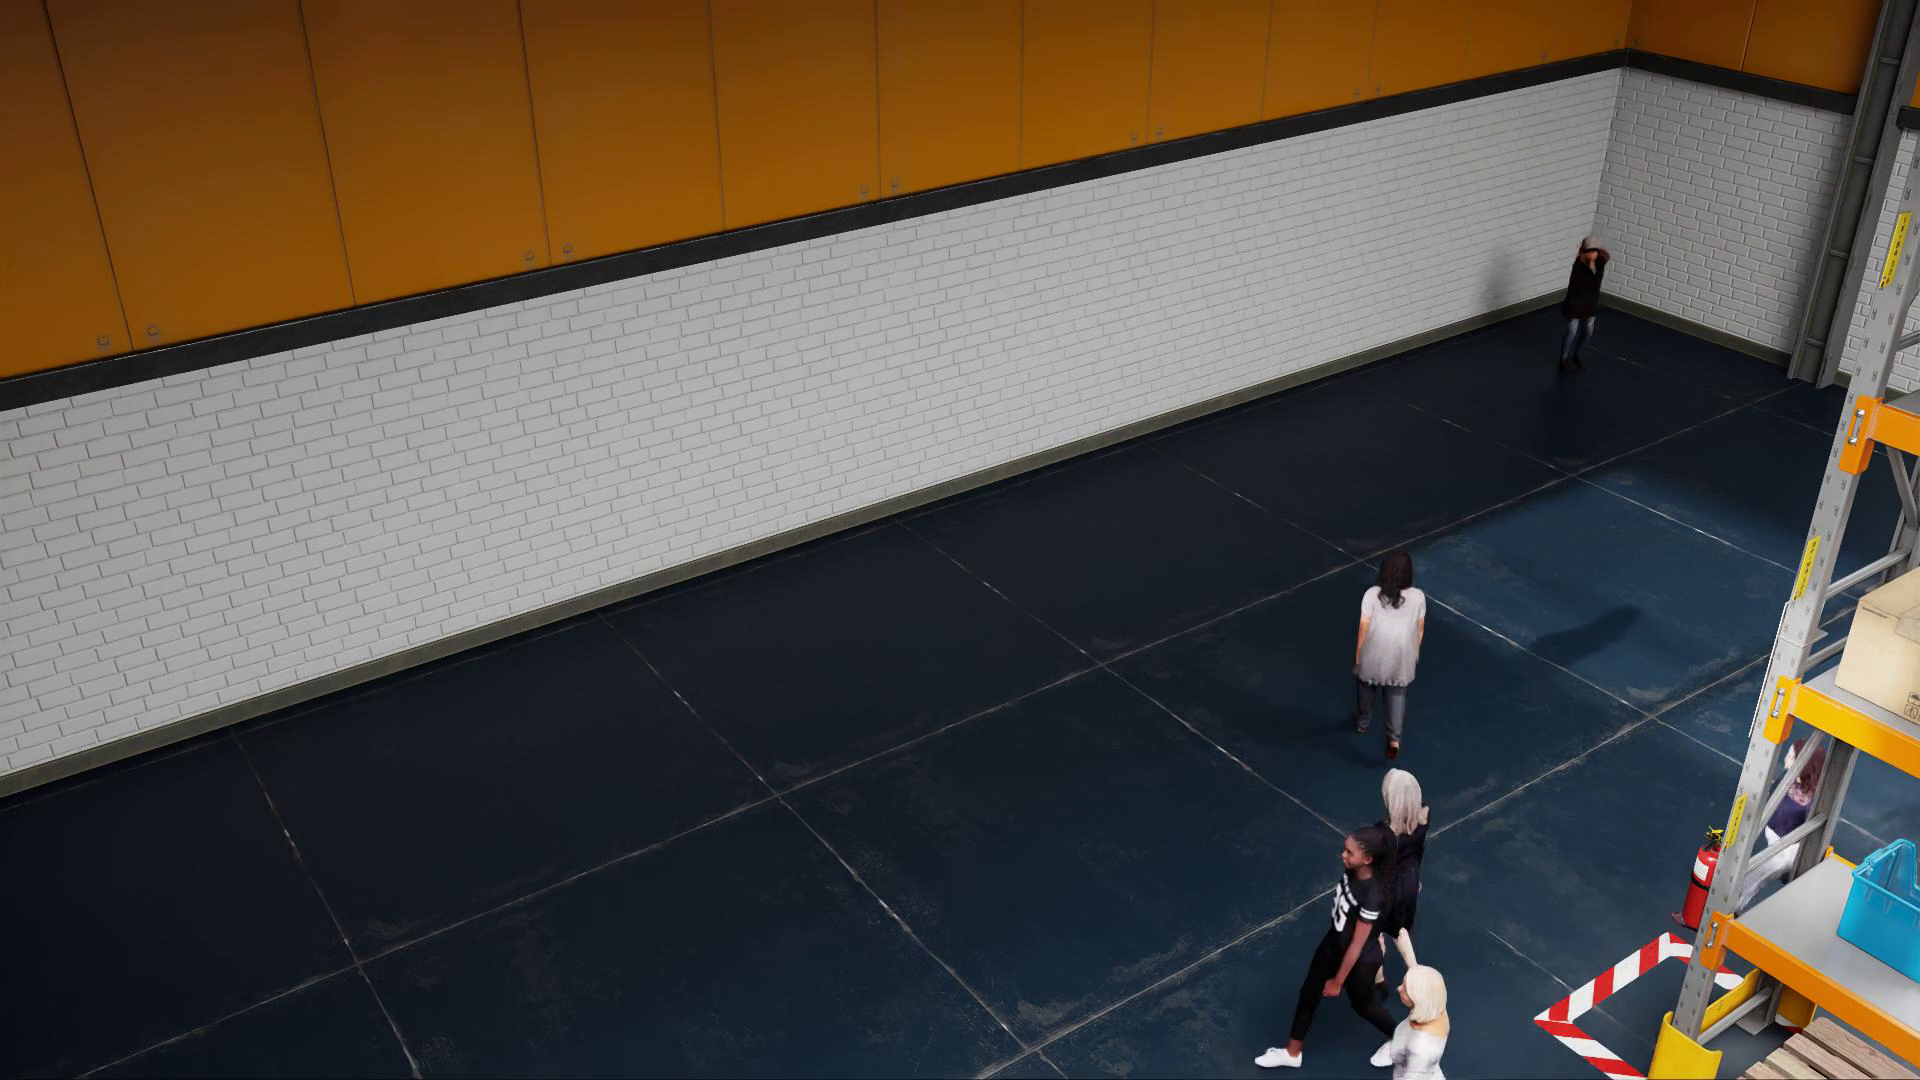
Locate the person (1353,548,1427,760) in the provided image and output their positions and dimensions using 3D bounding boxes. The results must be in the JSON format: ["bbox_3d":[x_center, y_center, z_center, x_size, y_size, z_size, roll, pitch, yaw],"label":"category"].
[{"bbox_3d":[3.105,0.842,12.077,0.976,1.586,1.065,3,29,5],"label":"person"}]

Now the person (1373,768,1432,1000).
[{"bbox_3d":[2.547,2.093,9.633,0.633,1.730,0.841,-15,32,-25],"label":"person"}]

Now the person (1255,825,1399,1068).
[{"bbox_3d":[2.259,2.325,9.245,0.992,1.694,1.172,-5,29,-9],"label":"person"}]

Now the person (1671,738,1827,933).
[{"bbox_3d":[5.100,1.902,10.171,1.147,1.550,1.035,8,30,15],"label":"person"}]

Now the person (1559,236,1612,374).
[{"bbox_3d":[6.861,-2.614,18.397,0.725,1.600,0.734,-13,31,-23],"label":"person"}]

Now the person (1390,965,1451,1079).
[{"bbox_3d":[2.353,2.810,8.316,0.841,1.733,0.771,8,30,15],"label":"person"}]
